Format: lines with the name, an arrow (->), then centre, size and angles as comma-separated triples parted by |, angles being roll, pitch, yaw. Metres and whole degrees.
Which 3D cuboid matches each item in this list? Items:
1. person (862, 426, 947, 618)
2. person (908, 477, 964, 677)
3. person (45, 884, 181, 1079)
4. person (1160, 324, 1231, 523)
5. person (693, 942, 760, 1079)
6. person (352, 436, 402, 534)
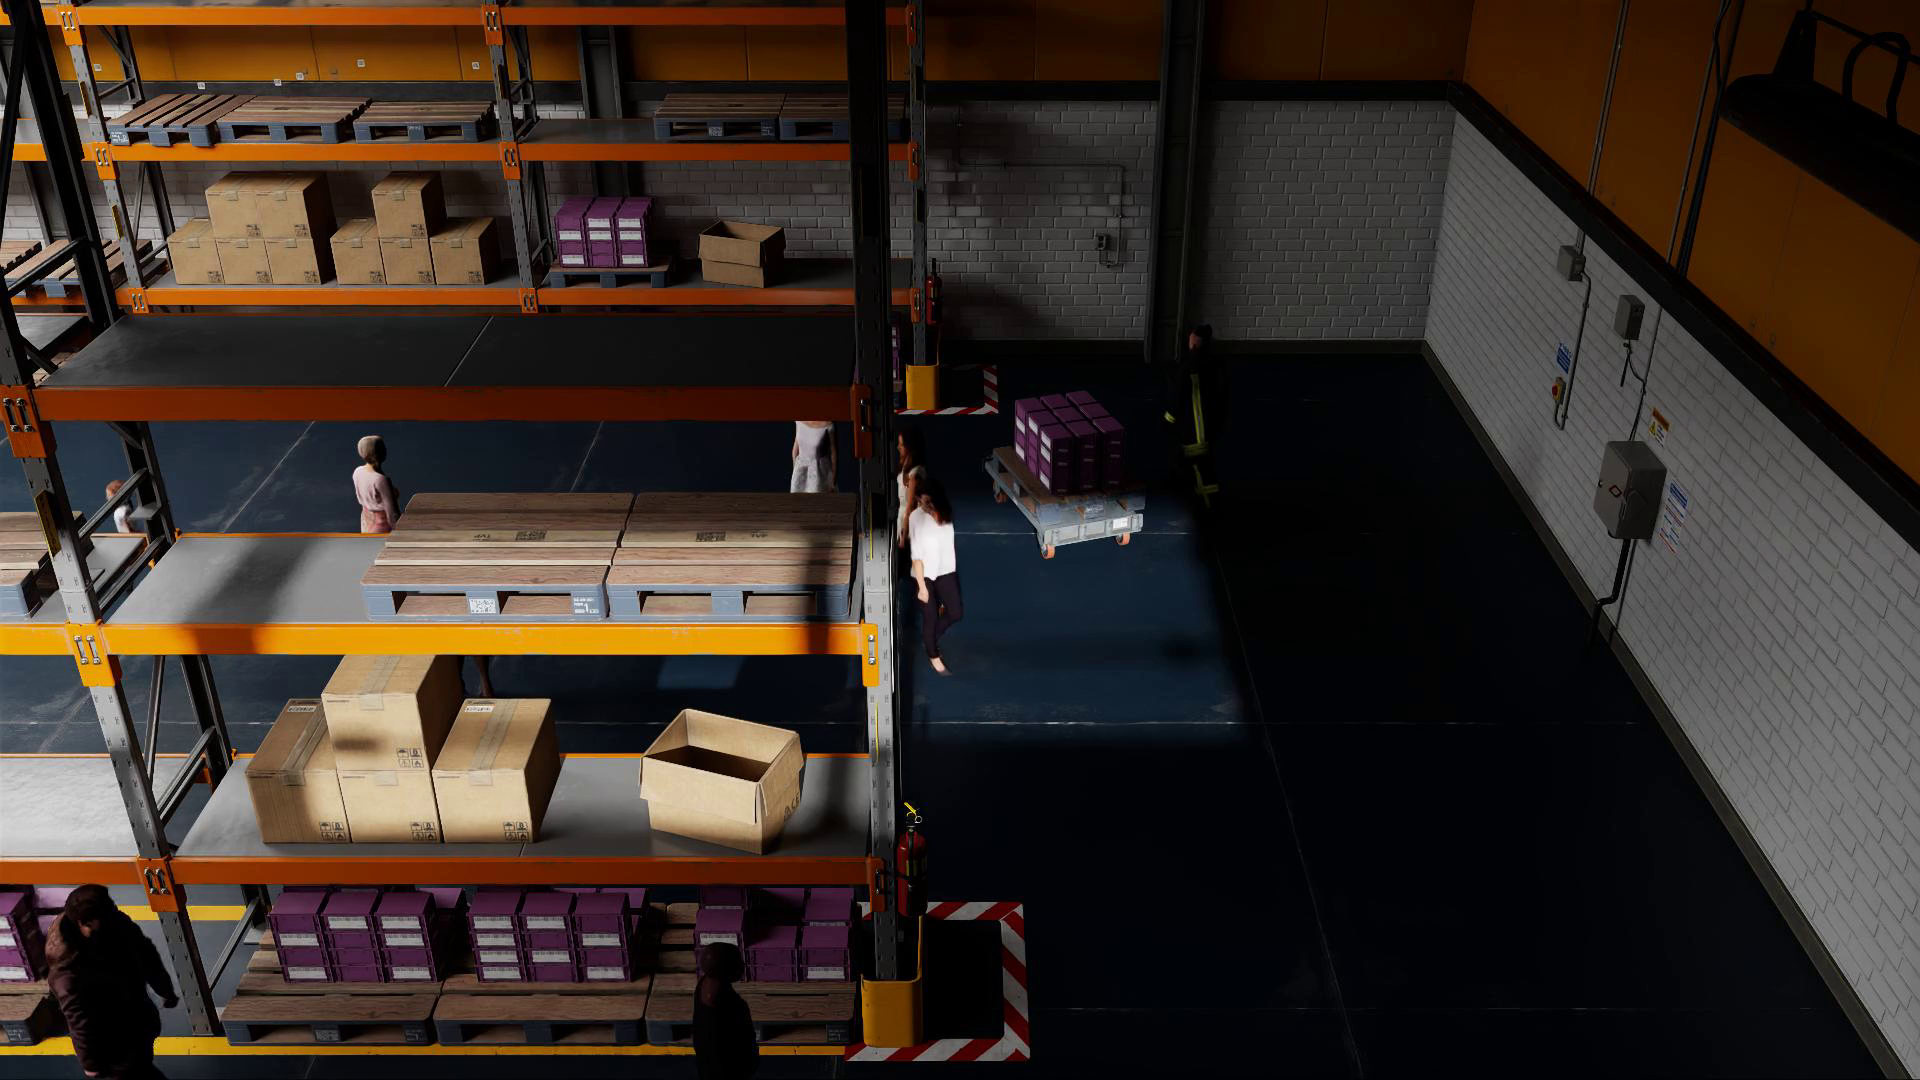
person -> -0.255, -0.098, 13.366 | 1.099, 1.748, 0.716 | -4, 29, -7
person -> -0.285, 0.272, 12.670 | 0.838, 1.765, 0.788 | 20, 34, 32
person -> -4.379, 2.507, 8.508 | 0.790, 1.826, 0.752 | 0, 29, 1
person -> 2.200, -1.016, 14.975 | 1.226, 1.818, 1.225 | -20, 34, -32
person -> -1.250, 2.695, 8.285 | 1.191, 1.710, 0.811 | -8, 30, -14
person -> -4.641, -0.055, 13.347 | 0.673, 1.690, 0.757 | 18, 34, 30
